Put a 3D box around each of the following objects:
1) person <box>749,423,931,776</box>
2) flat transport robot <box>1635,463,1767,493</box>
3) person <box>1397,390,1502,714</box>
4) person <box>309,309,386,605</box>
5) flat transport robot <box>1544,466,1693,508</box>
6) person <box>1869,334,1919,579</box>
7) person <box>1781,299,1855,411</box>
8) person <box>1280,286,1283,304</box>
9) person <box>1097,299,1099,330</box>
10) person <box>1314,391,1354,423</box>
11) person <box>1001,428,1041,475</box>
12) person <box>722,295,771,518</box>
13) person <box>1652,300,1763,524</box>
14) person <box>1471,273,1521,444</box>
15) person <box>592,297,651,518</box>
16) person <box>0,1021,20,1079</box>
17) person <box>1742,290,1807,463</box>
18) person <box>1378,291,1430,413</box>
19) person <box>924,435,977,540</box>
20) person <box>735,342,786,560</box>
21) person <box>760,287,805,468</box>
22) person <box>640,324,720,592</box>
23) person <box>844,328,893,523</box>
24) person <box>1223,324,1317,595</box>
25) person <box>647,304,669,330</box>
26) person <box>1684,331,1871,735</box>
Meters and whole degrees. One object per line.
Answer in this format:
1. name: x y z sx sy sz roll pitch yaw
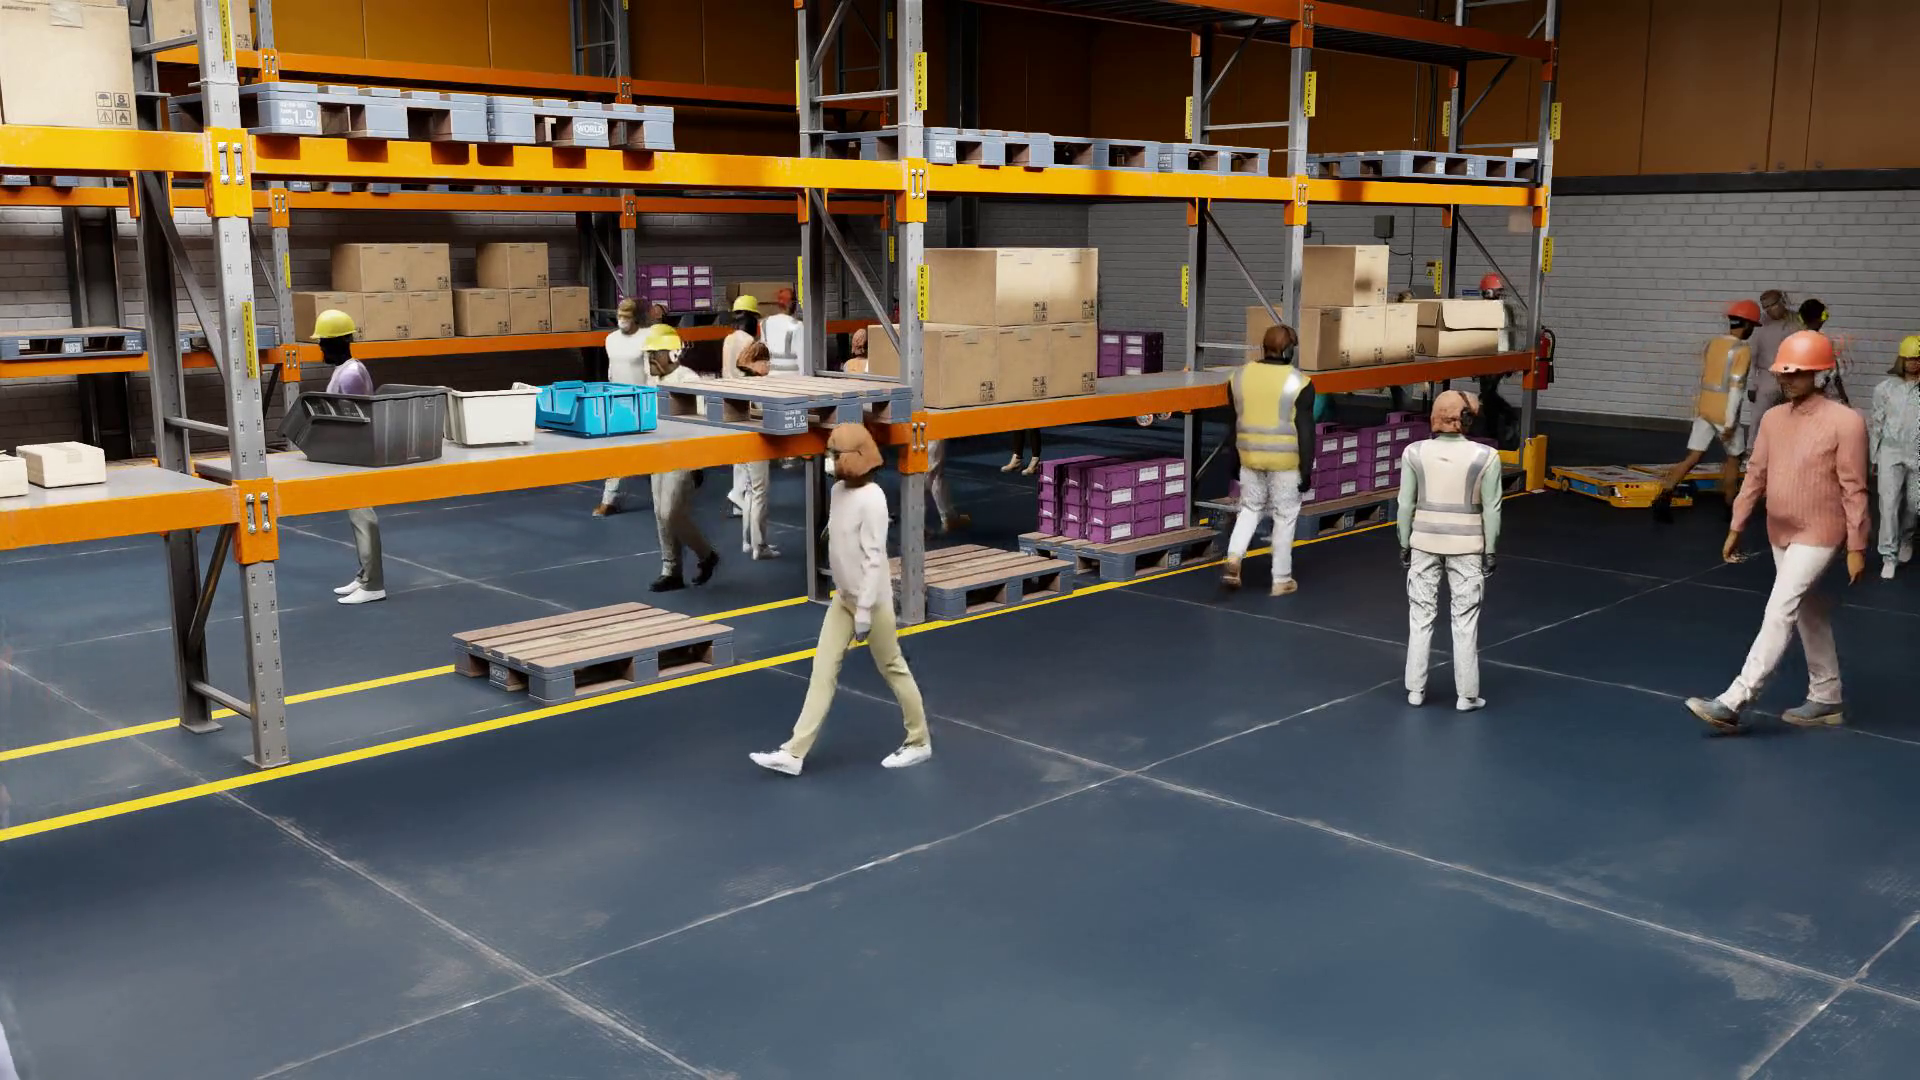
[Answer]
1. person: -0.494 0.274 7.360 0.872 1.581 0.519 -6 12 -28
2. flat transport robot: 6.980 -0.578 15.628 1.431 0.197 0.652 -2 11 -8
3. person: 2.463 0.060 8.420 0.514 1.636 0.315 6 12 29
4. person: -4.008 -0.541 10.904 0.385 1.925 0.591 -4 11 -22
5. flat transport robot: 5.996 -0.503 15.214 0.652 0.197 1.431 -2 11 -9
6. person: 6.760 -0.616 11.879 0.493 1.716 0.732 6 12 28
7. person: 7.643 -1.221 14.873 0.571 1.842 0.626 -3 11 -15
8. person: 3.851 -2.040 19.273 0.323 1.862 0.510 3 11 15
9. person: 1.695 -2.714 22.441 0.955 2.000 0.686 2 11 13
10. person: 3.777 -1.550 16.981 0.915 1.719 0.531 0 10 -2
11. person: 0.647 -1.506 16.791 0.318 1.700 0.535 -9 14 -40
12. person: -1.819 -1.131 14.209 0.434 1.898 0.617 -5 11 -24
13. person: 6.226 -1.042 13.784 0.943 1.892 0.608 -3 11 -14
14. person: 6.000 -1.994 18.670 0.630 1.978 0.534 -10 14 -43
15. person: -2.781 -1.173 14.477 0.640 1.894 1.013 6 12 31
16. person: -2.949 0.773 4.300 0.920 1.717 0.525 -1 10 -7
17. person: 8.318 -1.585 16.798 0.751 1.861 0.395 2 11 9
18. person: 4.663 -1.684 17.412 0.568 1.826 0.502 -7 12 -33
19. person: -0.146 -0.914 13.276 0.891 1.807 0.642 -8 13 -36
20. person: -1.522 -0.666 12.429 0.318 1.619 0.505 -5 11 -25
21. person: -1.828 -1.659 17.139 0.596 1.871 0.484 6 12 31
22. person: -1.943 -0.546 11.224 0.424 1.819 0.624 -9 14 -41
23. person: -0.788 -0.949 13.911 0.306 1.639 0.524 -8 13 -39
24. person: 2.047 -0.510 11.000 0.641 1.829 0.630 7 13 35
25. person: -3.365 -1.823 18.665 0.307 1.645 0.518 -10 14 -42
26. person: 3.939 -0.023 8.014 1.000 1.940 0.664 -2 11 -11
